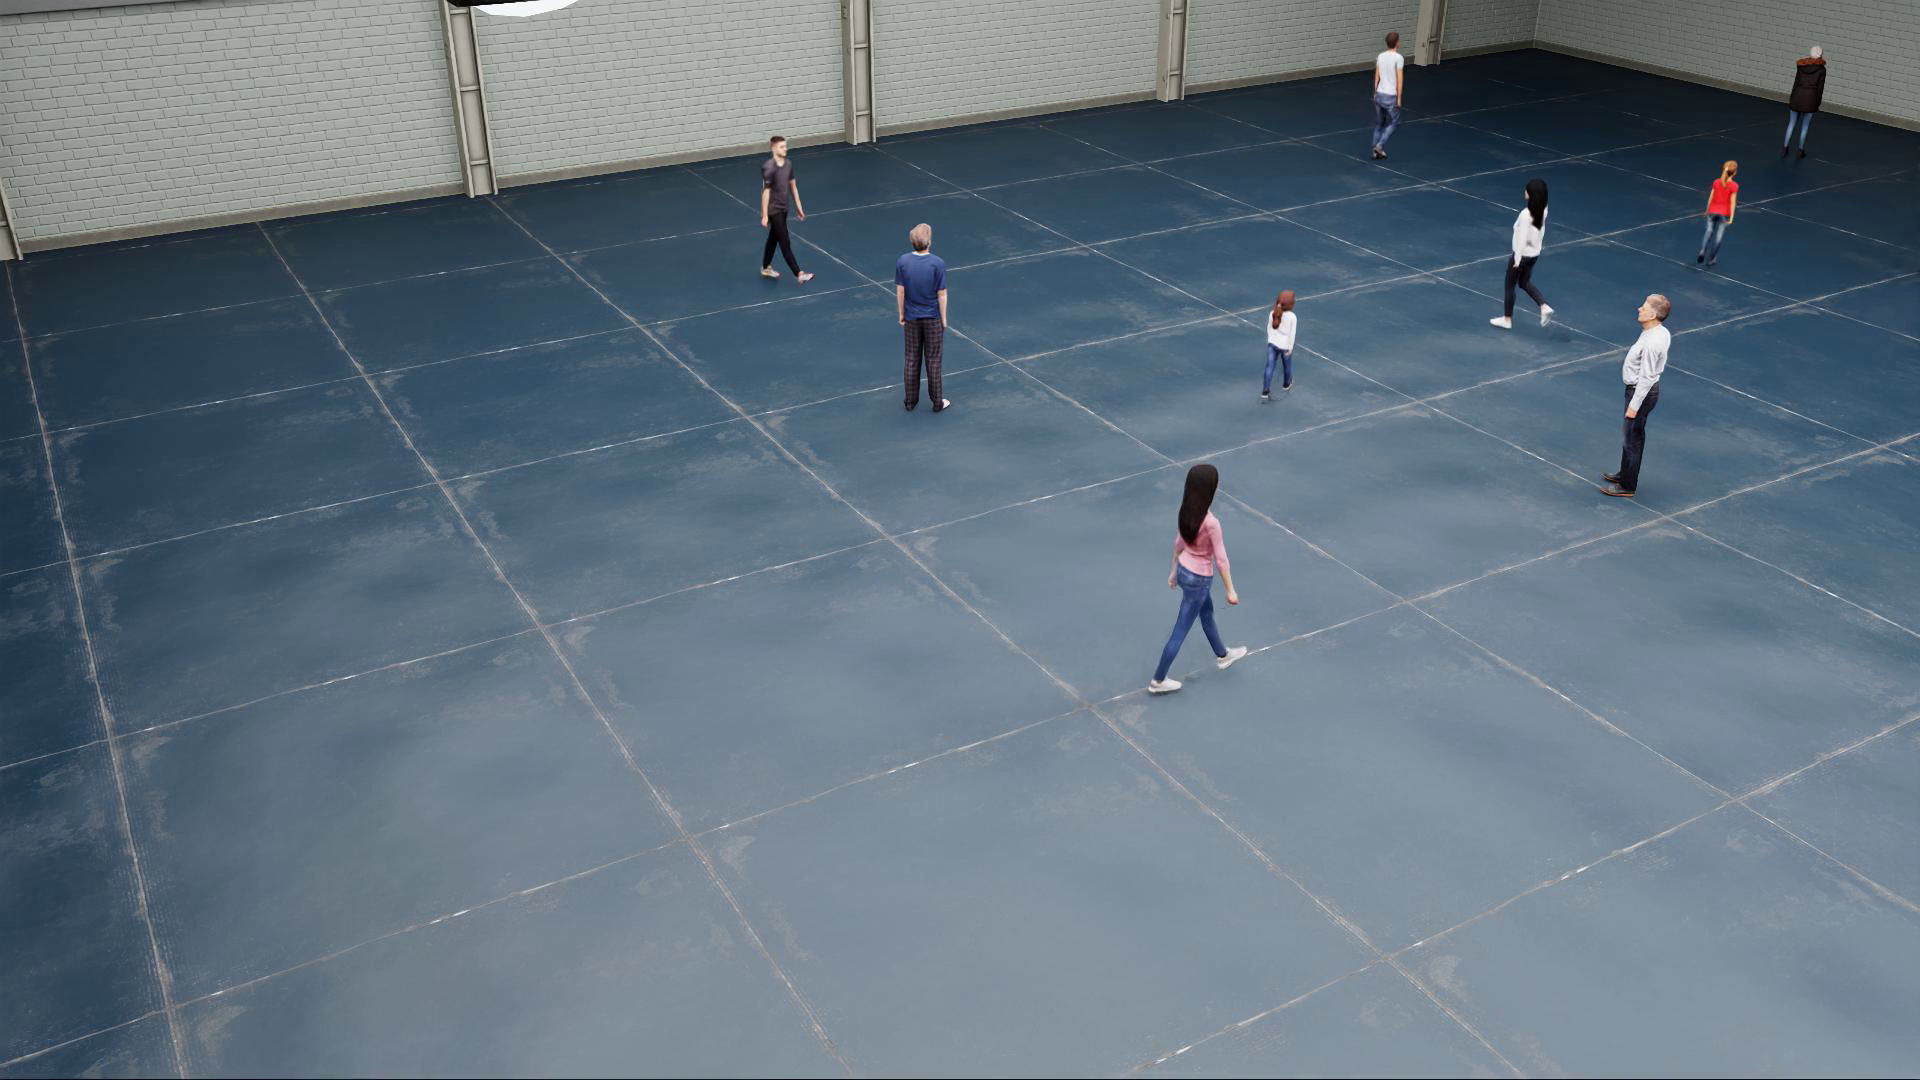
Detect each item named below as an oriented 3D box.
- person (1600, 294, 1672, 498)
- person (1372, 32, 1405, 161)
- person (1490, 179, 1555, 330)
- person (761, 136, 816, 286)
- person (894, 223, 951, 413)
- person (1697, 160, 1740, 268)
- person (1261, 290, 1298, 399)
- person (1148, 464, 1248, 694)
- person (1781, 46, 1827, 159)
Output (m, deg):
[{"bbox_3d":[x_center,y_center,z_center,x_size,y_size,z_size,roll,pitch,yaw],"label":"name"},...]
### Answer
[{"bbox_3d":[5.898,-1.259,14.417,0.798,1.820,0.701,12,30,22],"label":"person"},{"bbox_3d":[6.284,-6.546,24.649,0.752,1.851,0.719,-23,35,-37],"label":"person"},{"bbox_3d":[6.224,-3.075,18.089,0.889,1.686,0.793,-23,35,-37],"label":"person"},{"bbox_3d":[-2.207,-3.875,19.608,1.095,1.718,1.176,16,31,28],"label":"person"},{"bbox_3d":[-0.354,-2.146,16.082,0.718,1.872,0.788,6,28,11],"label":"person"},{"bbox_3d":[9.201,-3.952,20.211,0.569,1.303,0.637,23,35,37],"label":"person"},{"bbox_3d":[3.155,-1.932,16.525,0.709,1.087,0.845,13,30,23],"label":"person"},{"bbox_3d":[1.549,0.308,11.493,1.091,1.709,0.687,-10,29,-18],"label":"person"},{"bbox_3d":[12.680,-6.583,24.960,0.692,1.633,0.691,22,34,36],"label":"person"}]
